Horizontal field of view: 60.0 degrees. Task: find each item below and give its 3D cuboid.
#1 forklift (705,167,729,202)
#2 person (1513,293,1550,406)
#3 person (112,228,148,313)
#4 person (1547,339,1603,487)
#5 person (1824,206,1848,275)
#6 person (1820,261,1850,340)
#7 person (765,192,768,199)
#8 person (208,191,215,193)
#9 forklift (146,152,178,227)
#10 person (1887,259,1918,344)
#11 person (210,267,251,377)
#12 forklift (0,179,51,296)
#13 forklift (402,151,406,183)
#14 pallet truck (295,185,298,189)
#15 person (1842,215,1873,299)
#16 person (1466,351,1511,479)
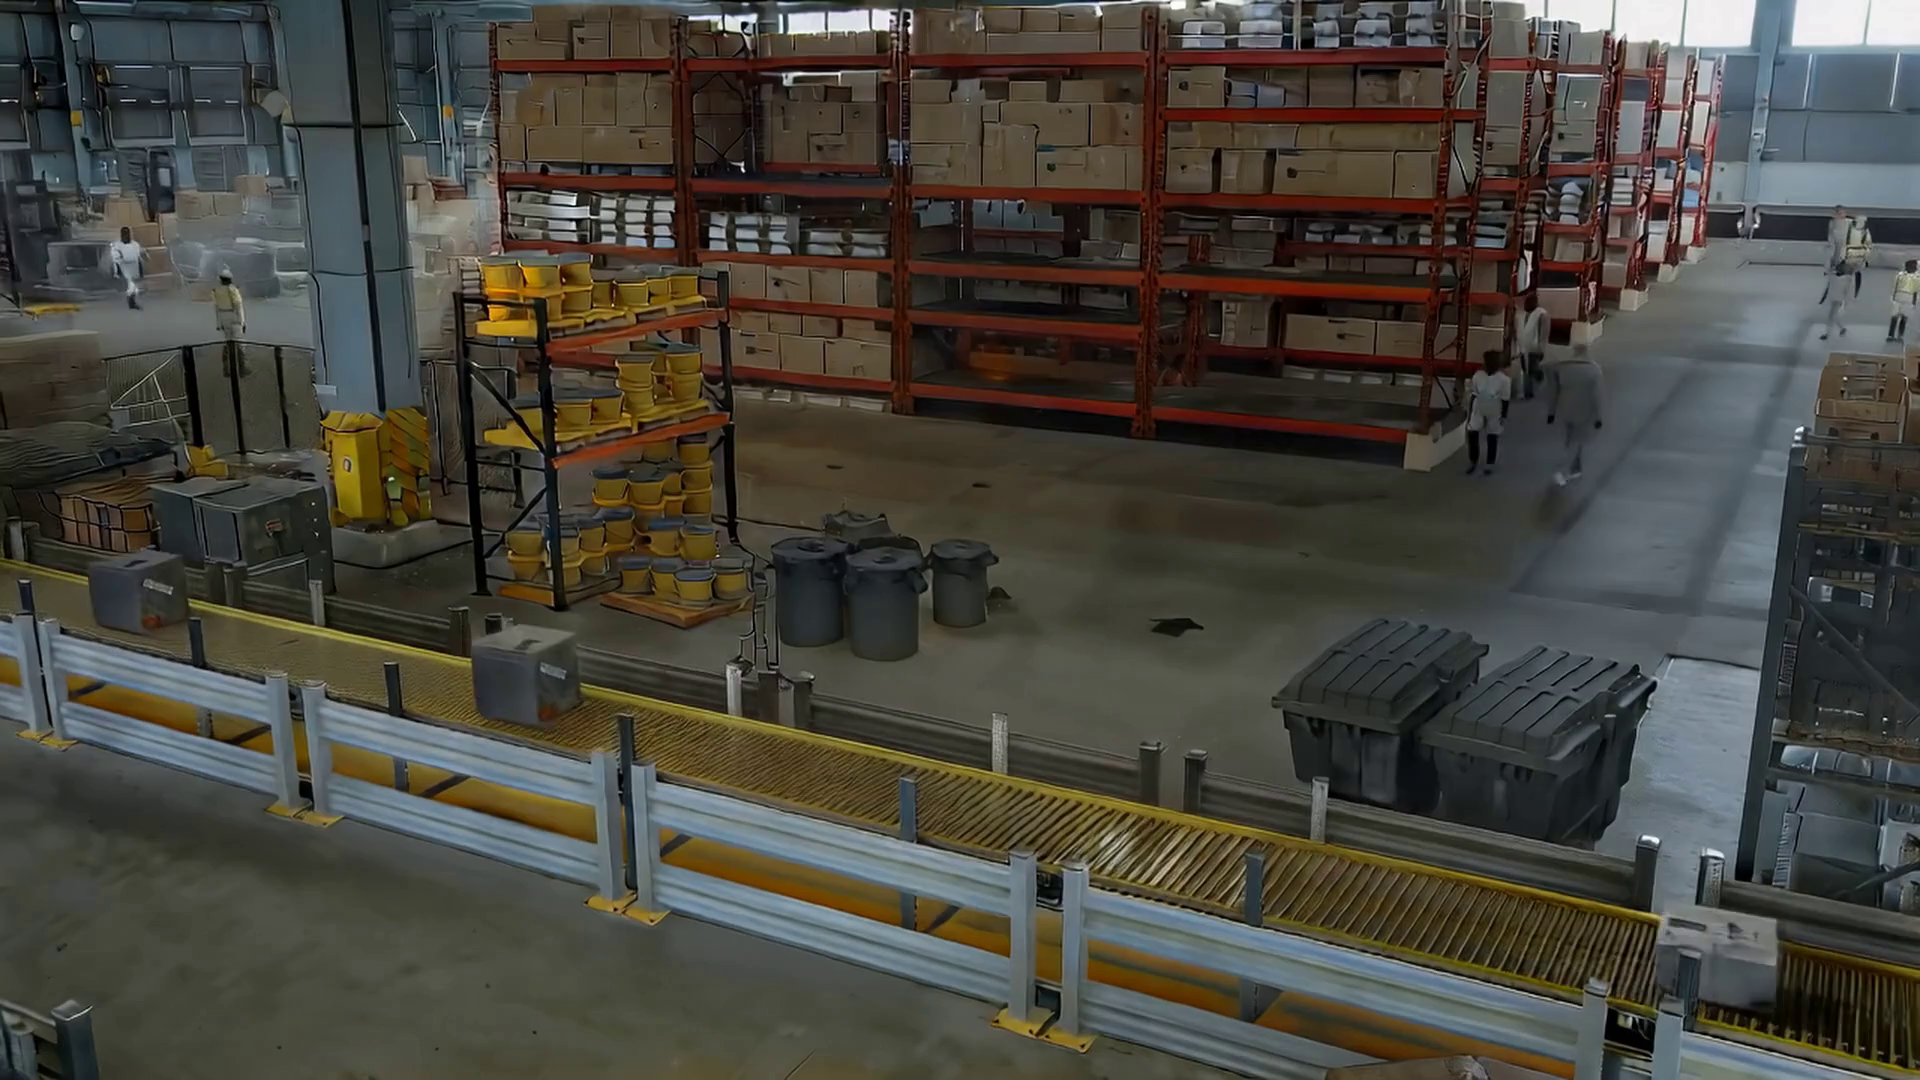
[{"bbox_3d":[-7.386,-9.903,50.326,1.129,2.768,1.873,8,17,27],"label":"forklift"},{"bbox_3d":[9.111,-3.033,26.553,0.439,1.818,0.636,-5,16,-18],"label":"person"},{"bbox_3d":[-19.170,-6.233,38.390,1.000,1.923,0.628,12,19,37],"label":"person"},{"bbox_3d":[7.822,-1.628,21.197,0.666,1.862,0.988,12,19,39],"label":"person"},{"bbox_3d":[24.404,-8.330,46.273,0.642,1.913,0.409,-5,16,-17],"label":"person"},{"bbox_3d":[17.932,-4.899,33.943,0.710,1.608,0.496,-5,16,-18],"label":"person"},{"bbox_3d":[-8.029,-14.016,67.620,0.628,1.933,0.365,-5,16,-20],"label":"person"},{"bbox_3d":[-24.332,-10.439,54.256,0.355,1.883,0.573,8,17,28],"label":"person"},{"bbox_3d":[-30.086,-13.242,62.882,1.873,2.768,1.129,8,17,28],"label":"forklift"},{"bbox_3d":[18.930,-4.783,33.369,0.320,1.692,0.540,-4,15,-15],"label":"person"},{"bbox_3d":[-12.896,-3.853,29.390,0.552,1.935,0.368,0,15,0],"label":"person"},{"bbox_3d":[-23.297,-7.616,41.731,1.873,2.768,1.129,8,17,28],"label":"forklift"},{"bbox_3d":[-21.717,-13.660,64.452,1.873,2.768,1.129,1,15,2],"label":"forklift"},{"bbox_3d":[-26.804,-14.617,69.738,1.885,1.965,0.823,-14,20,-42],"label":"pallet truck"},{"bbox_3d":[21.948,-6.923,40.726,0.605,2.045,0.378,13,20,41],"label":"person"},{"bbox_3d":[6.772,-1.601,21.423,0.559,1.664,0.703,10,18,33],"label":"person"}]
